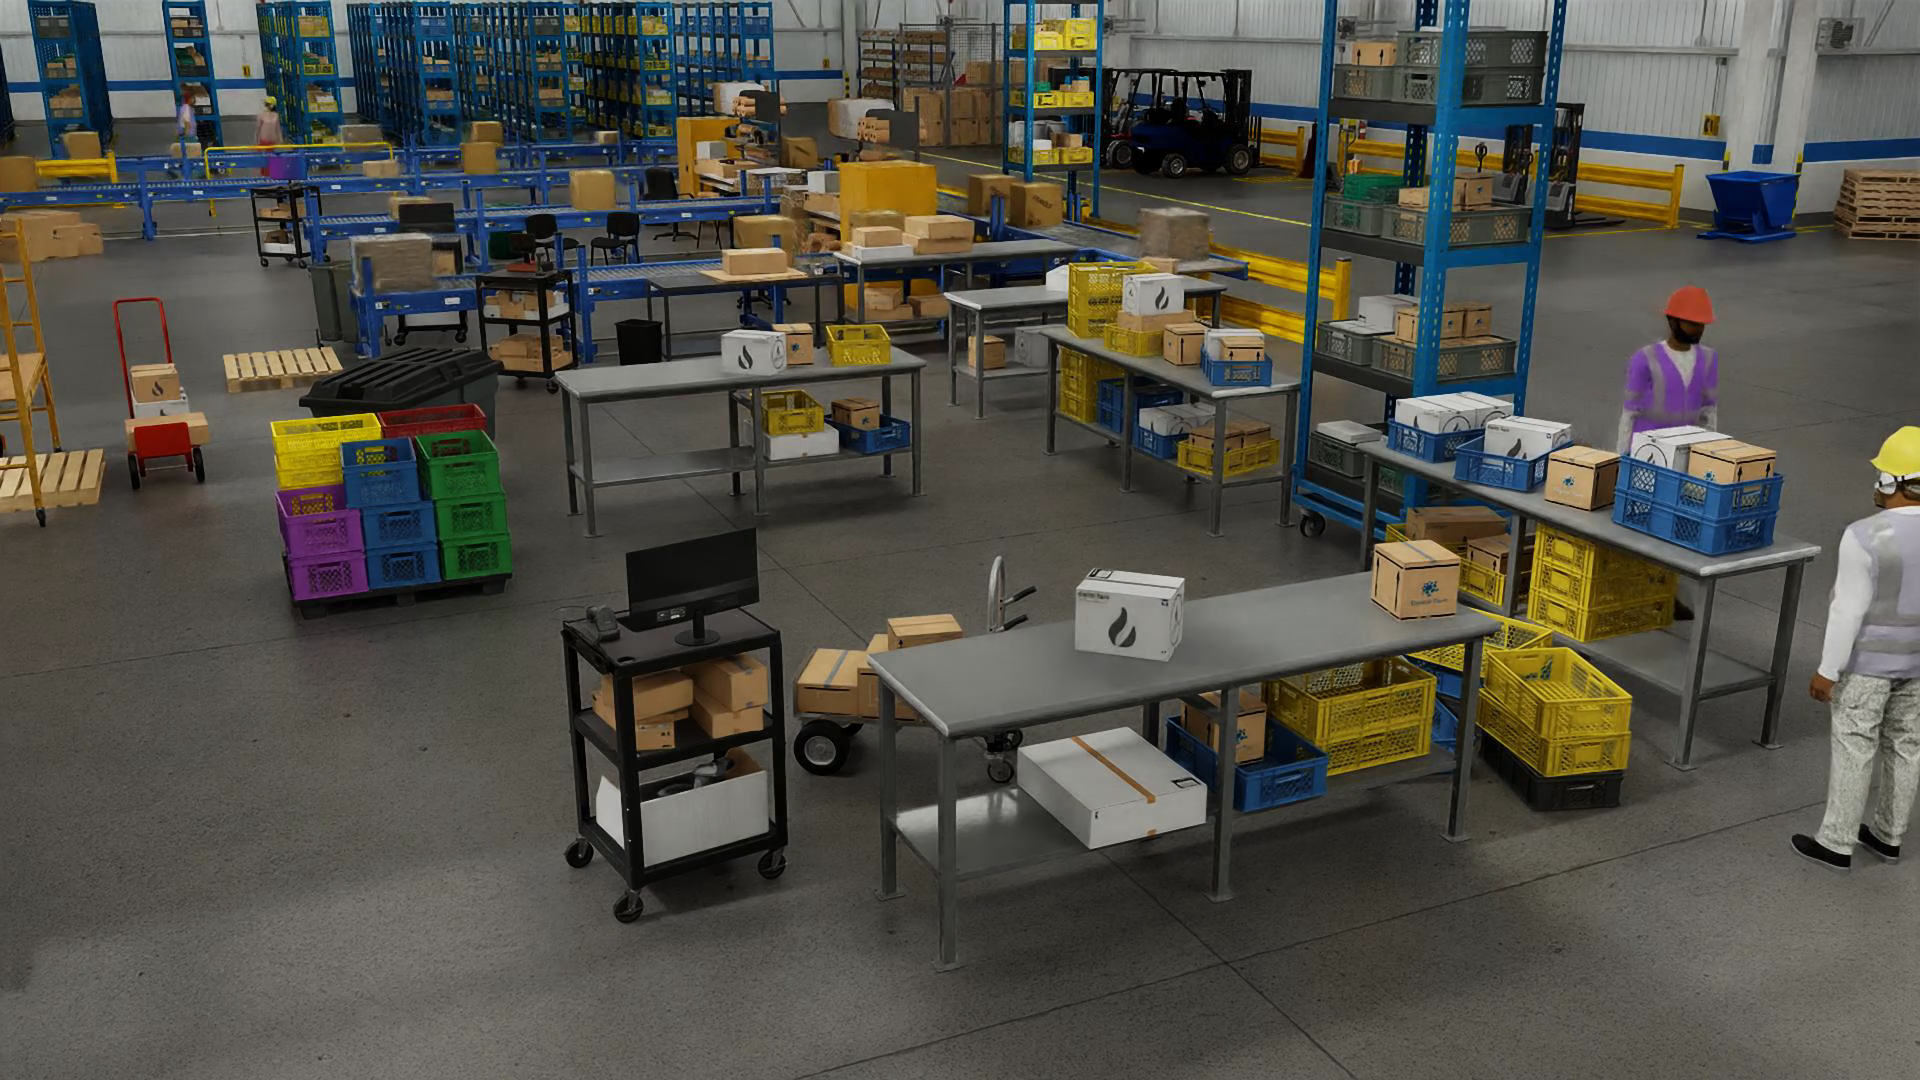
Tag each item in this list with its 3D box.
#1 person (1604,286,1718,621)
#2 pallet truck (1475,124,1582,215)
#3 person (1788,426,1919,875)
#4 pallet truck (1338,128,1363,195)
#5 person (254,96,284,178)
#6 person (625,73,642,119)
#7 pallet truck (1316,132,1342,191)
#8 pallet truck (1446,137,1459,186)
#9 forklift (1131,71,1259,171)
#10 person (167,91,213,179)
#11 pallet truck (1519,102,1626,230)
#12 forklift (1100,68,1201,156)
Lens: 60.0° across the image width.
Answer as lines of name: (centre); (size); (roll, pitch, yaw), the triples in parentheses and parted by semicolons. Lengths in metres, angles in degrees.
person: (4.099, -0.569, 9.751); (0.564, 1.896, 0.995); (-5, 18, -15)
pallet truck: (9.707, -6.455, 28.103); (1.885, 1.965, 0.823); (-7, 19, -20)
person: (3.655, 0.451, 6.613); (0.589, 1.835, 0.404); (-4, 18, -13)
pallet truck: (7.845, -7.140, 31.411); (1.522, 1.261, 0.704); (-9, 20, -25)
person: (-14.040, -8.129, 33.804); (0.501, 1.721, 0.547); (8, 19, 25)
person: (-9.077, -12.174, 46.226); (1.038, 1.946, 0.627); (-7, 19, -21)
pallet truck: (7.723, -7.504, 32.656); (1.601, 1.201, 0.680); (-8, 19, -23)
pallet truck: (9.184, -6.485, 29.328); (1.630, 1.274, 0.653); (-8, 19, -23)
forklift: (4.998, -8.936, 35.413); (2.680, 1.987, 1.157); (-9, 20, -25)
person: (-16.089, -8.384, 34.508); (0.800, 1.805, 0.619); (-5, 18, -14)
pallet truck: (9.972, -6.037, 26.785); (1.885, 1.965, 0.823); (-9, 20, -25)
forklift: (4.082, -9.564, 37.410); (2.680, 1.987, 1.157); (-8, 19, -23)
